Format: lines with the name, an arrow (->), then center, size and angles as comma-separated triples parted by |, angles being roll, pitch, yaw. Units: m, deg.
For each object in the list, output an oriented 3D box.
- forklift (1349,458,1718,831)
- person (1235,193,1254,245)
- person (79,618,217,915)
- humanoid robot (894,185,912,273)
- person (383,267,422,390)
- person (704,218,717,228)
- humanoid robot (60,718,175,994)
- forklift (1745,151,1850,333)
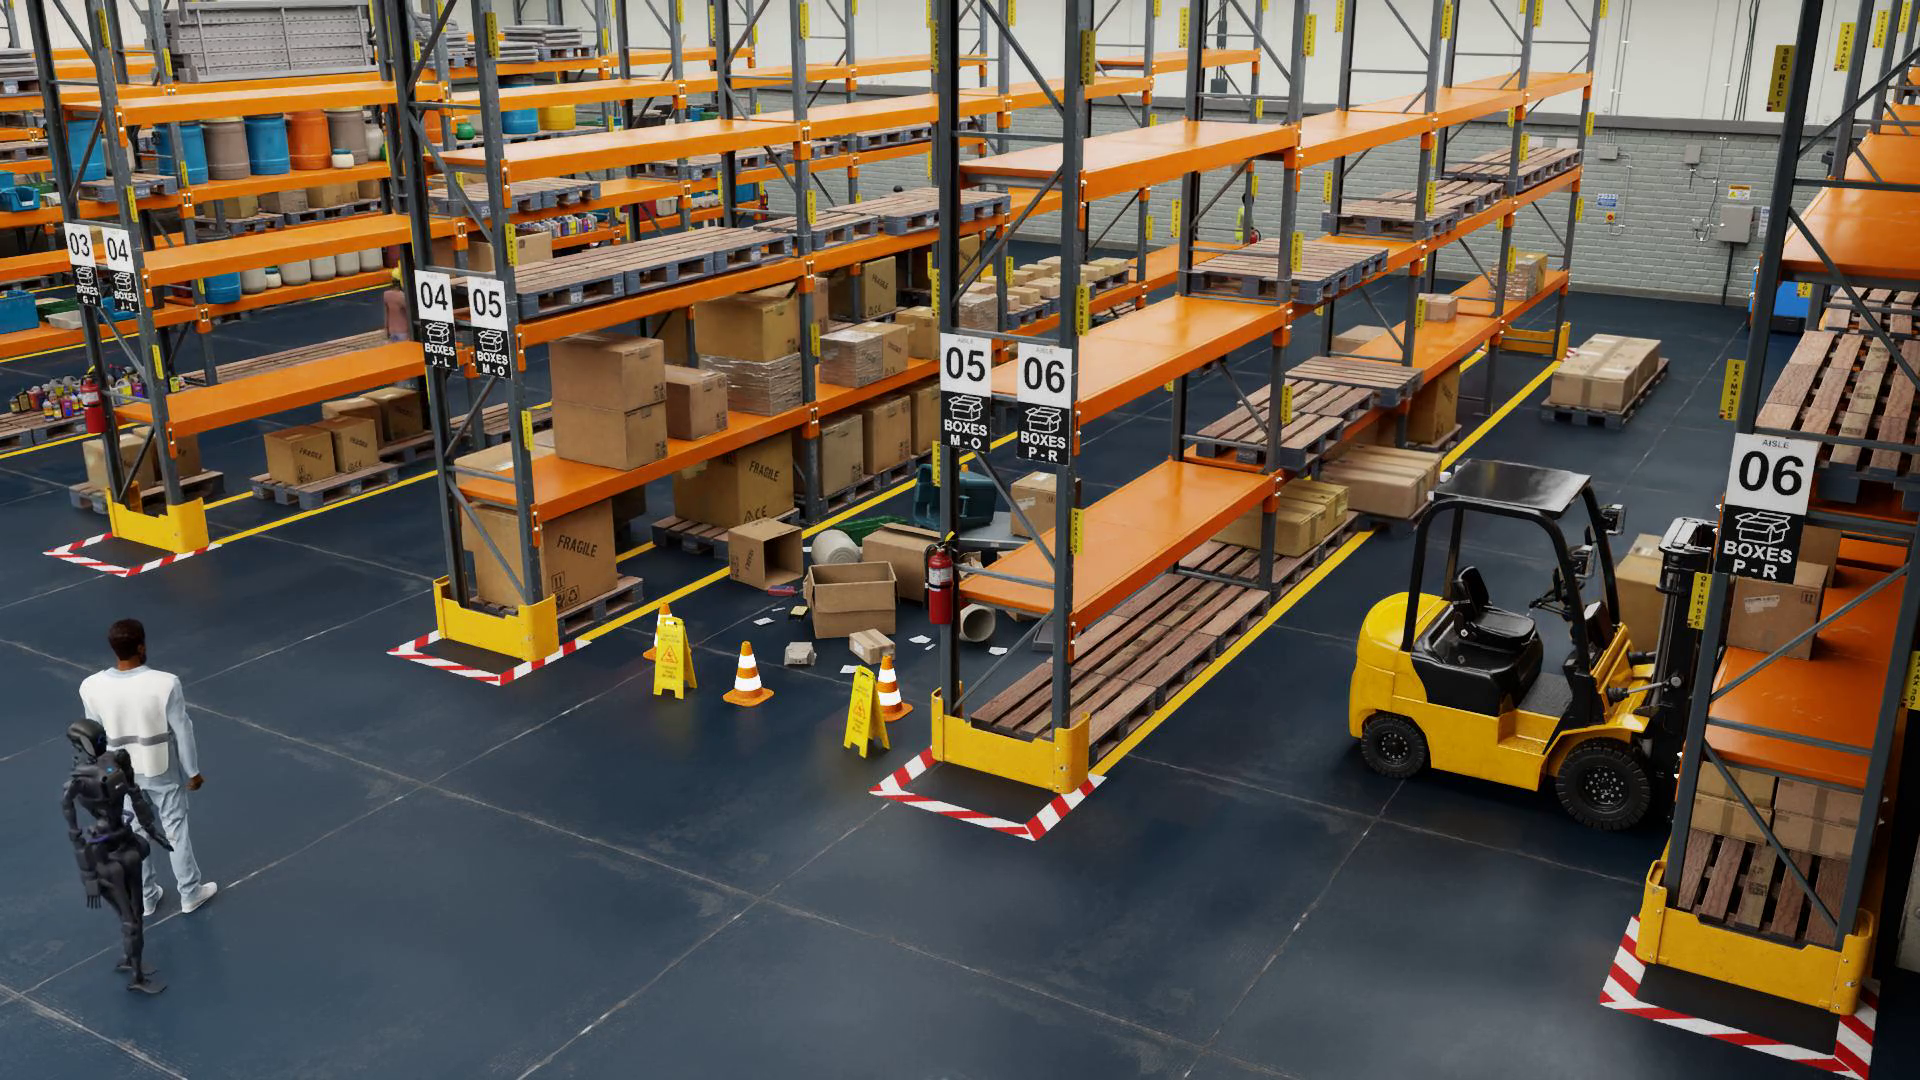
forklift -> 3.988, 0.658, 11.776 | 2.313, 2.155, 1.214 | 11, 22, 29
person -> 5.192, -5.514, 30.384 | 0.320, 1.683, 0.538 | -1, 19, -2
person -> -4.921, 1.386, 10.087 | 0.595, 1.918, 0.387 | -2, 19, -5
humanoid robot -> -1.150, -5.887, 31.516 | 0.599, 1.629, 0.753 | -12, 22, -31
person -> -7.488, -2.818, 22.501 | 0.546, 1.742, 0.657 | 11, 22, 28
person -> -5.239, -7.063, 34.866 | 0.491, 1.688, 0.348 | -6, 20, -16
humanoid robot -> -4.715, 1.754, 9.391 | 0.430, 1.653, 0.600 | 4, 20, 12
forklift -> 13.620, -4.667, 26.137 | 1.873, 2.768, 1.129 | 11, 22, 29
